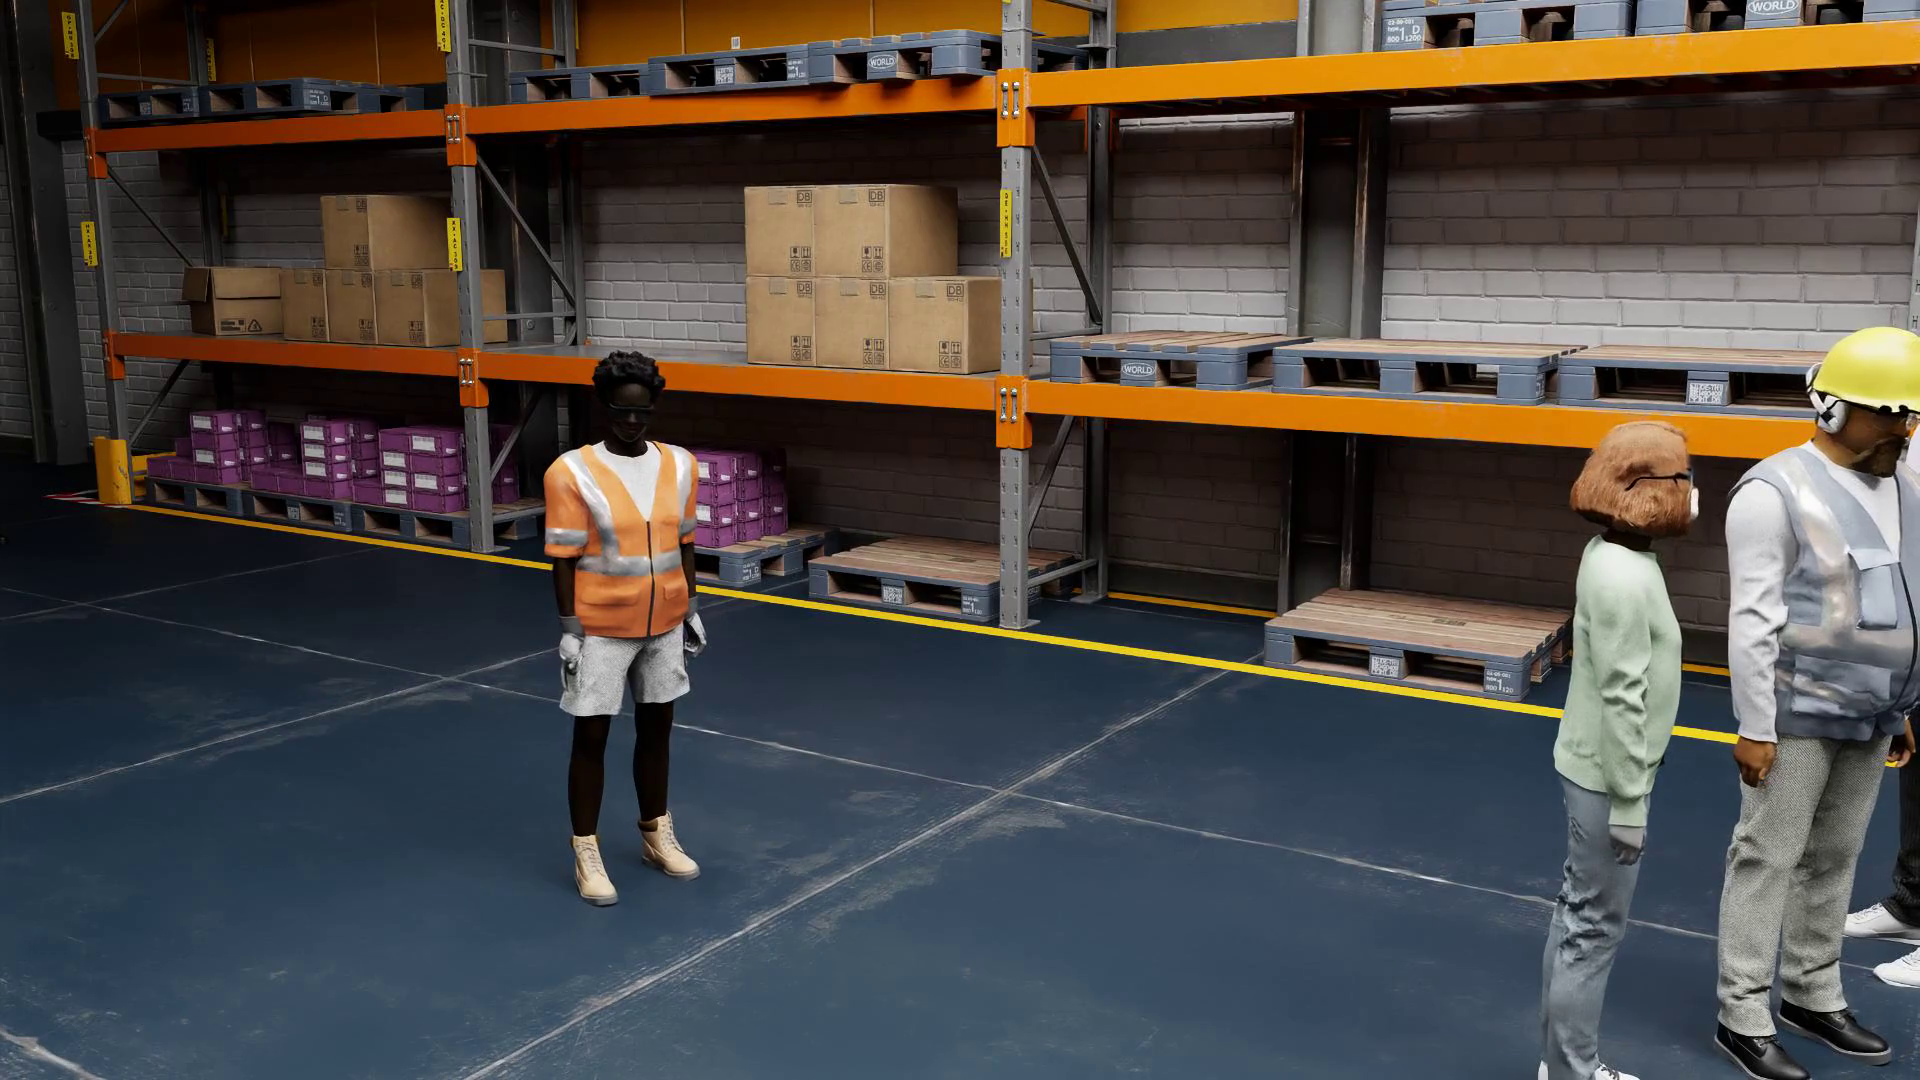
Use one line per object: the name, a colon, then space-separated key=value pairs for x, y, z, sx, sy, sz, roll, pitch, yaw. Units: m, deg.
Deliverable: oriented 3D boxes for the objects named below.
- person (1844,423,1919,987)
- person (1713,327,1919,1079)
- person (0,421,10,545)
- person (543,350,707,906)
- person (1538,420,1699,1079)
person: x=2.714 y=0.260 z=4.532 sx=0.391 sy=1.920 sz=0.593 roll=1 pitch=10 yaw=6
person: x=2.095 y=0.402 z=4.007 sx=0.586 sy=1.823 sz=0.403 roll=-5 pitch=11 yaw=-26
person: x=-6.527 y=-0.886 z=10.854 sx=0.374 sy=1.928 sz=0.543 roll=4 pitch=11 yaw=19
person: x=-1.024 y=0.260 z=5.150 sx=0.536 sy=1.694 sz=0.322 roll=-9 pitch=13 yaw=-40
person: x=1.477 y=0.545 z=3.732 sx=0.281 sy=1.636 sz=0.498 roll=3 pitch=11 yaw=17
